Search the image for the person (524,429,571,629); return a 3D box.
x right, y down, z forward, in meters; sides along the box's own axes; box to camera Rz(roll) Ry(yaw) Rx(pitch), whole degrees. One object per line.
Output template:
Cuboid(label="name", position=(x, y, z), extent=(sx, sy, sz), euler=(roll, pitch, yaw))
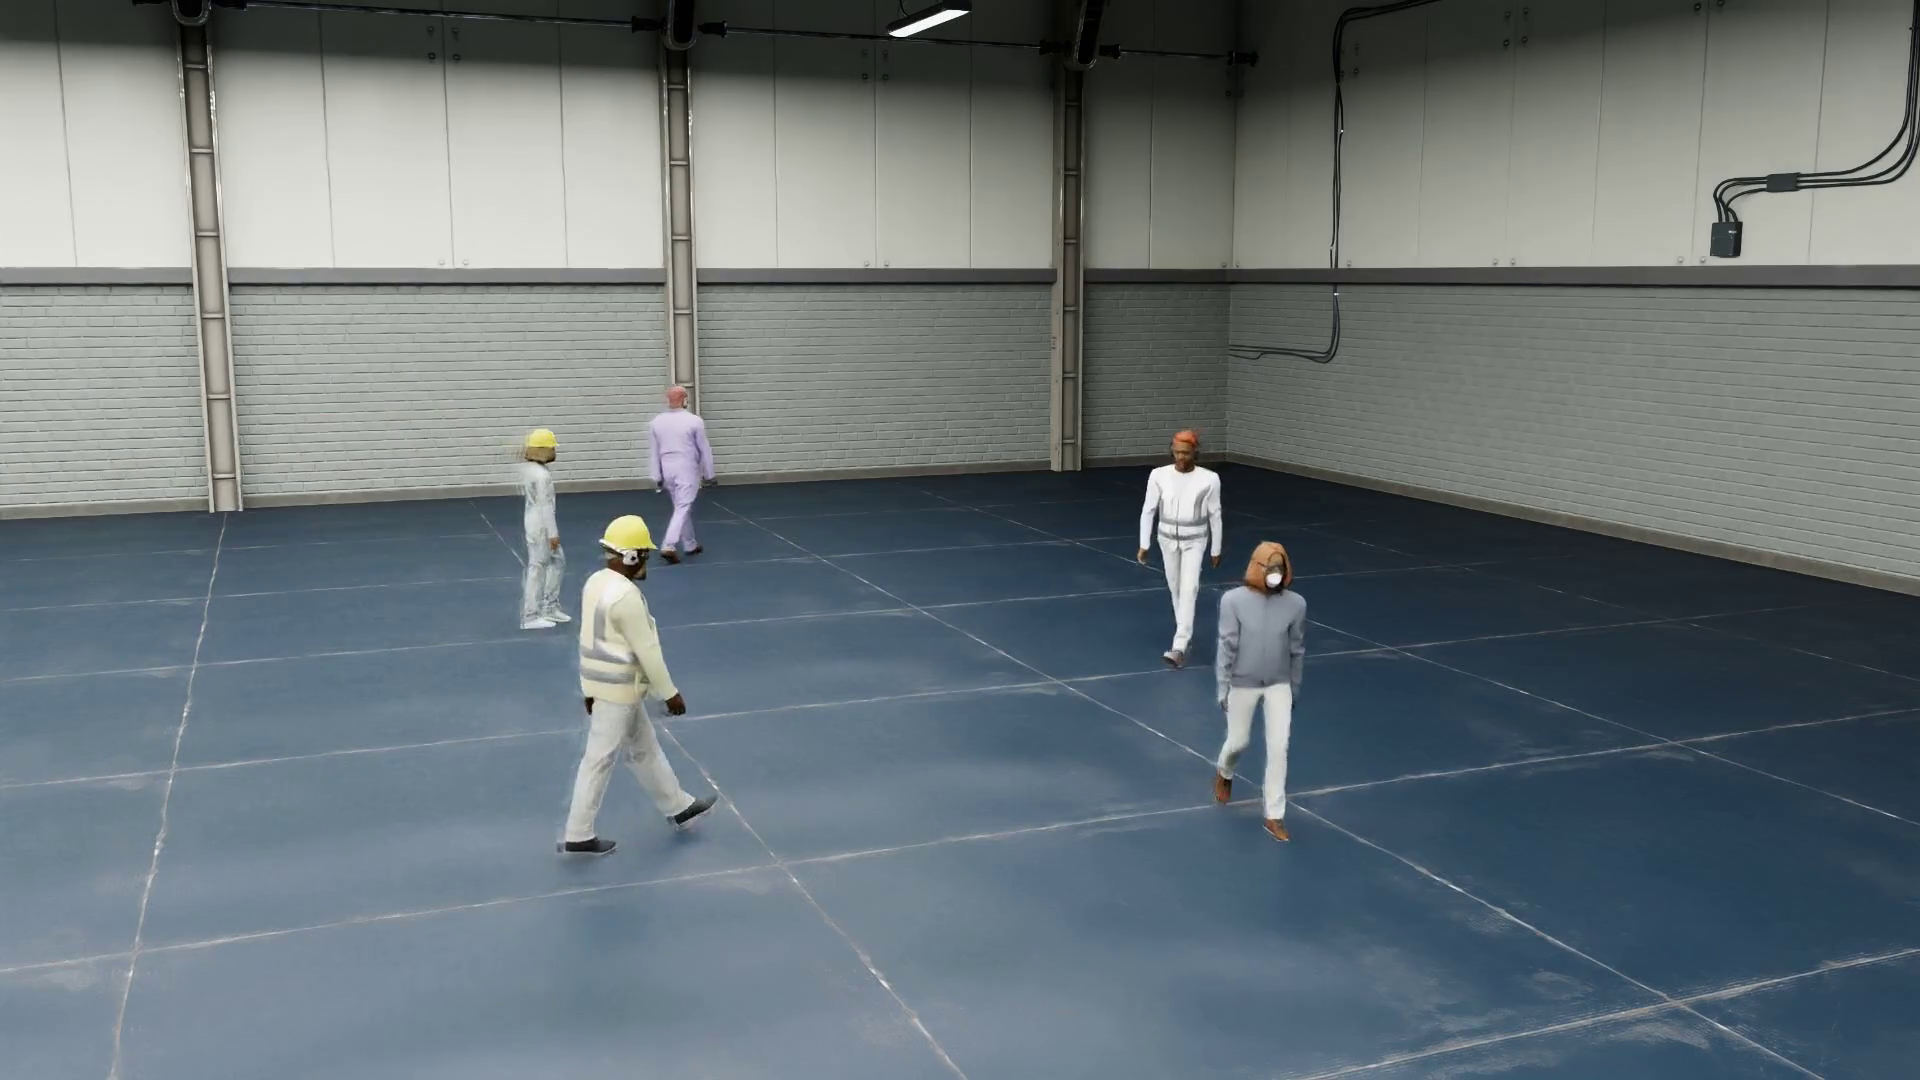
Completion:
Cuboid(label="person", position=(-3.528, -0.097, 14.287), extent=(0.568, 1.723, 0.519), euler=(-4, 10, -24))

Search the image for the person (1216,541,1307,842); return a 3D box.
Cuboid(label="person", position=(1.634, 0.783, 9.148), extent=(0.506, 1.608, 0.694), euler=(-1, 9, -5))

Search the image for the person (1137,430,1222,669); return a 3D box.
Cuboid(label="person", position=(1.704, 0.064, 12.960), extent=(0.587, 1.826, 0.998), euler=(4, 10, 25))

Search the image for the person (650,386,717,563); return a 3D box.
Cuboid(label="person", position=(-2.974, -0.706, 17.699), extent=(0.643, 1.868, 0.964), euler=(4, 10, 26))

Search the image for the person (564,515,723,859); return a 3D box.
Cuboid(label="person", position=(-1.692, 0.762, 8.746), extent=(0.938, 1.773, 0.585), euler=(-4, 10, -25))
